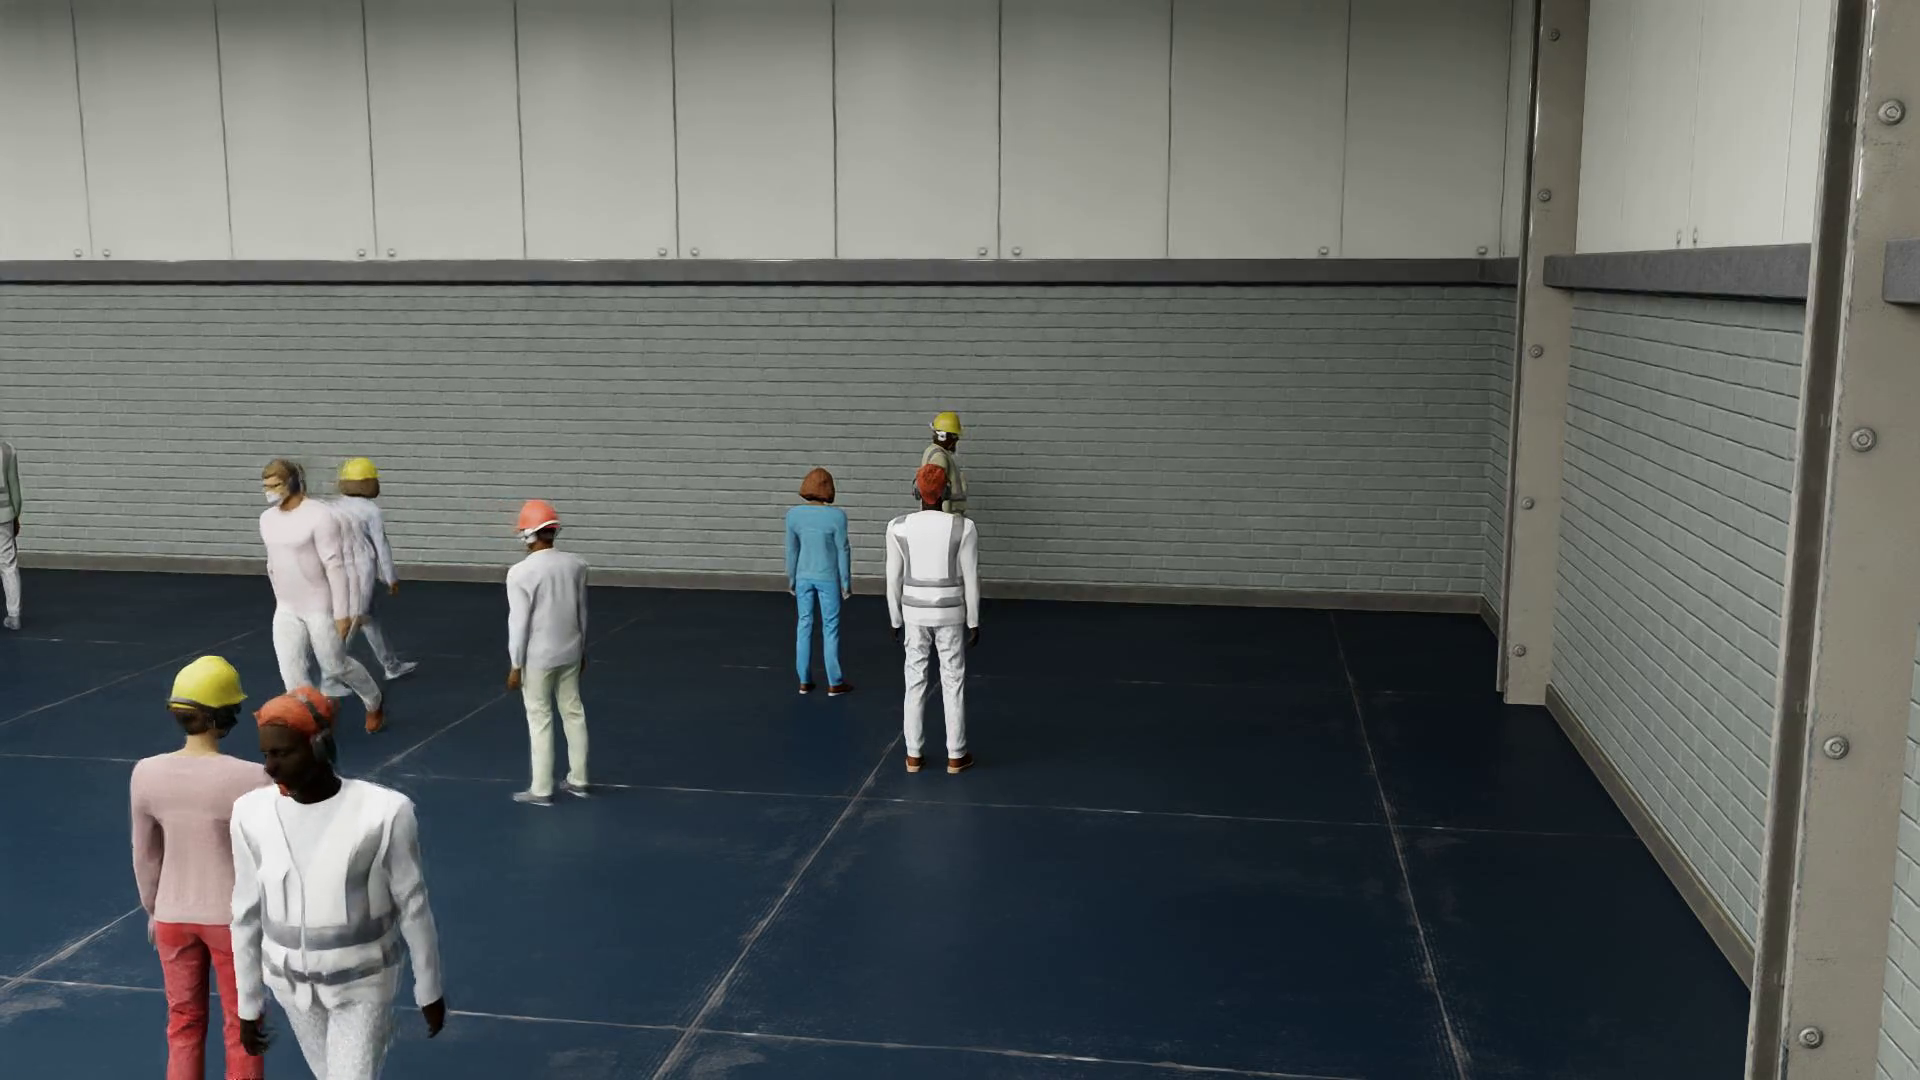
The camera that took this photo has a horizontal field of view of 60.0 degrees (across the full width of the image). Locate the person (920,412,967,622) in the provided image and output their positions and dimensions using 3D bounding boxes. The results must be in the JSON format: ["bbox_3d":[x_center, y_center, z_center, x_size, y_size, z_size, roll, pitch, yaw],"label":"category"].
[{"bbox_3d":[-0.138,-0.193,14.361,0.403,1.822,0.588,-1,9,-9],"label":"person"}]

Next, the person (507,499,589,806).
[{"bbox_3d":[-2.358,0.635,9.477,0.346,1.747,0.571,6,11,35],"label":"person"}]

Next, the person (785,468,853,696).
[{"bbox_3d":[-1.007,0.299,11.902,0.498,1.633,0.282,4,10,22],"label":"person"}]

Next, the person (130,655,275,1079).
[{"bbox_3d":[-2.492,1.264,5.595,0.540,1.760,0.378,1,9,8],"label":"person"}]

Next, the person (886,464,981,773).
[{"bbox_3d":[-0.155,0.477,10.040,0.574,1.884,0.356,2,9,9],"label":"person"}]

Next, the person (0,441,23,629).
[{"bbox_3d":[-8.154,-0.180,13.889,0.389,1.949,0.603,6,11,35],"label":"person"}]

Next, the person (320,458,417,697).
[{"bbox_3d":[-4.317,0.253,12.014,0.501,1.688,0.916,6,11,34],"label":"person"}]

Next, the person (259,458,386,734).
[{"bbox_3d":[-4.014,0.408,10.453,0.670,1.898,0.894,4,10,25],"label":"person"}]

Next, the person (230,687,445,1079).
[{"bbox_3d":[-1.869,1.340,4.876,0.589,1.826,0.994,1,9,7],"label":"person"}]
